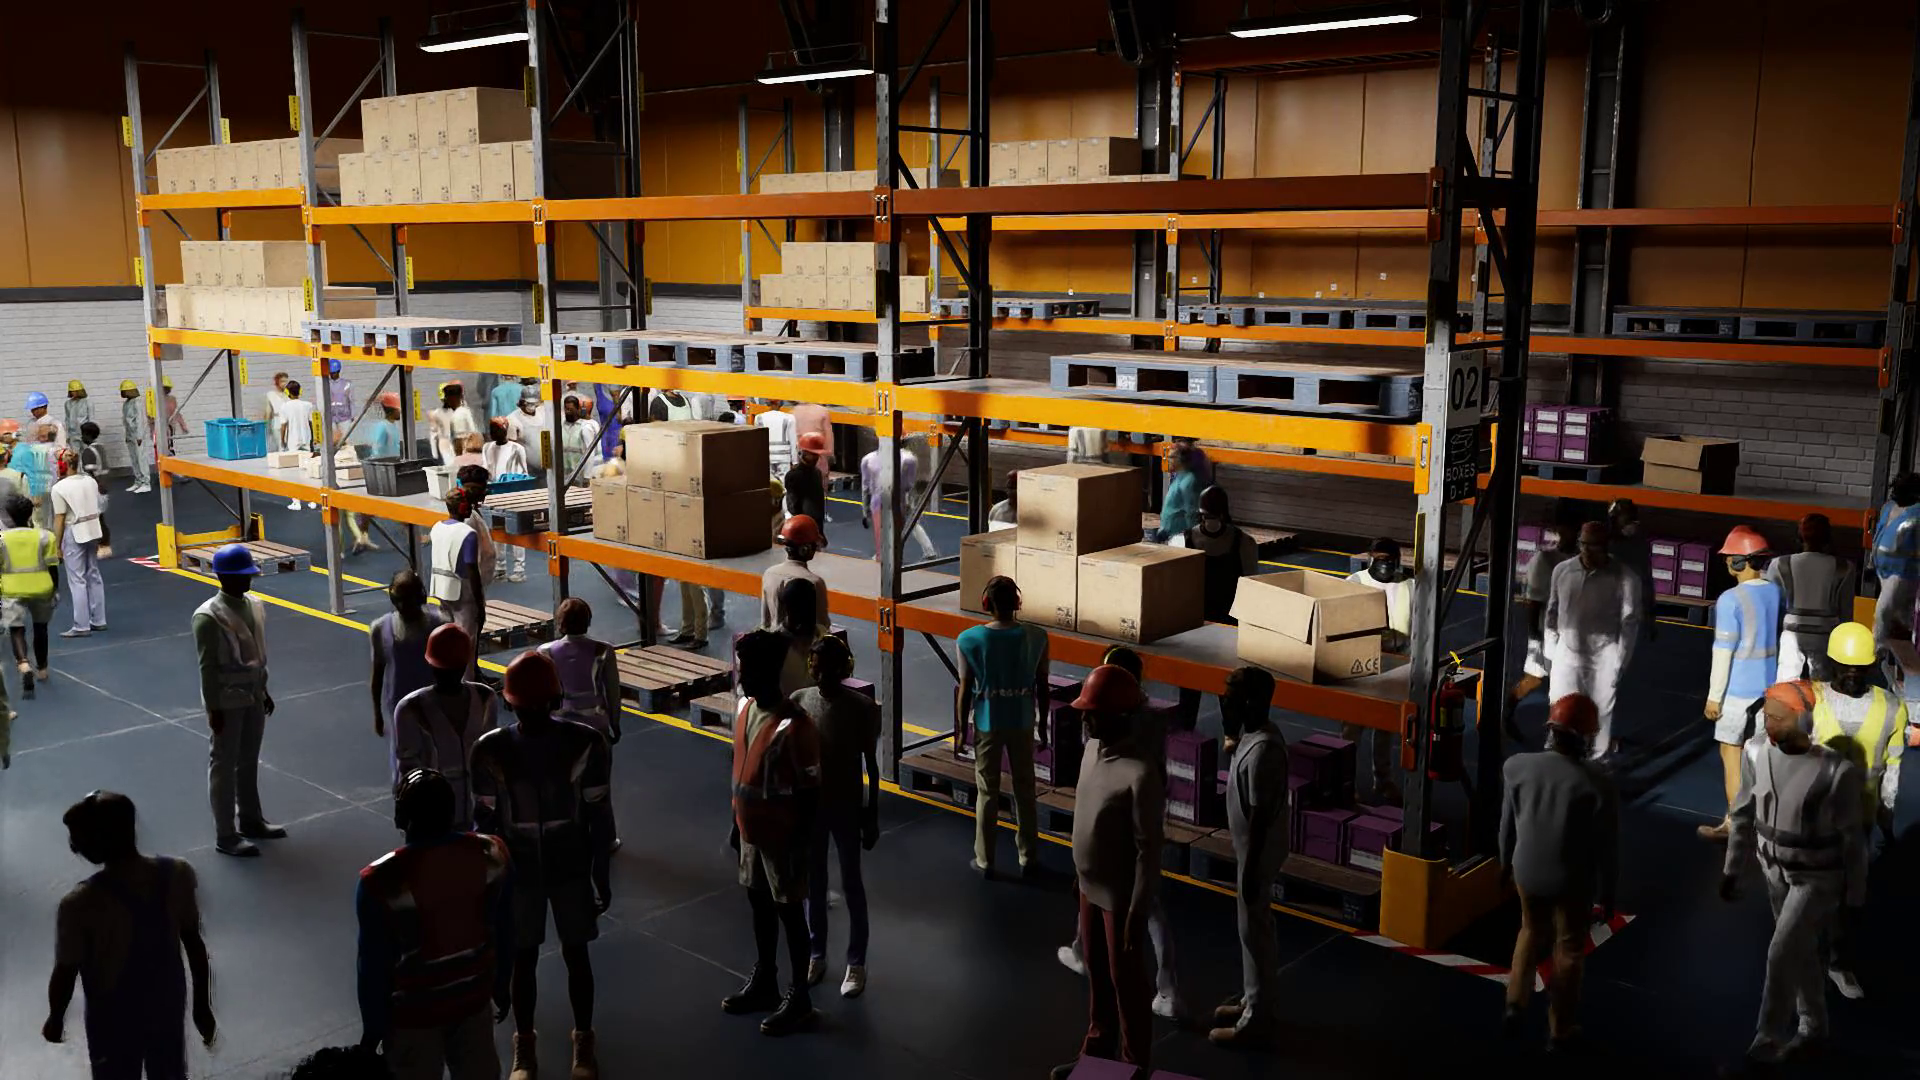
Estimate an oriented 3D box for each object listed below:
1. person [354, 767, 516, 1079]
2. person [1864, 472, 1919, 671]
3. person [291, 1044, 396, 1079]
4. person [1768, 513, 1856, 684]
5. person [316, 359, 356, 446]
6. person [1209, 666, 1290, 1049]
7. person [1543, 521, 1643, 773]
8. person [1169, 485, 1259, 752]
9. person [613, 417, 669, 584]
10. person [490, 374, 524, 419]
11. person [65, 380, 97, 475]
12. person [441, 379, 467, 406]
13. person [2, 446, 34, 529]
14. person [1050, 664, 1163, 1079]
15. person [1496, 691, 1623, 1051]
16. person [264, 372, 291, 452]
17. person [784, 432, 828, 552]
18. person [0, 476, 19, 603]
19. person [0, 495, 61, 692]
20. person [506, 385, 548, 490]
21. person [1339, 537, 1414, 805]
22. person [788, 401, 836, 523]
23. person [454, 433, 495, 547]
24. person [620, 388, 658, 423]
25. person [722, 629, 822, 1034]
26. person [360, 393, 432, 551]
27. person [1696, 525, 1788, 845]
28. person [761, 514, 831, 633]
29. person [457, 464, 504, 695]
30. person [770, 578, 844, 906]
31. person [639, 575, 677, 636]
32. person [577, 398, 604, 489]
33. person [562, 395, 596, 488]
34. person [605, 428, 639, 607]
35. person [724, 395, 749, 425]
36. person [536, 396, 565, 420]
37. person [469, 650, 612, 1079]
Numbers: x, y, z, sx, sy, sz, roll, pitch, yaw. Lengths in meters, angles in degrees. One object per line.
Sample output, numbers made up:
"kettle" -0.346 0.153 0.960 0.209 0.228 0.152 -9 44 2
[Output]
"person" -1.990 1.757 6.317 0.634 1.842 0.429 -9 14 -43
"person" 8.417 0.280 14.784 0.914 1.814 0.618 0 10 1
"person" -1.393 2.121 3.963 0.649 1.938 0.739 6 12 30
"person" 6.082 0.740 11.950 0.572 1.885 0.358 4 11 23
"person" -10.229 -2.000 27.289 0.602 1.938 0.401 -4 11 -22
"person" 1.383 1.487 7.865 0.348 1.839 0.504 2 10 11
"person" 4.345 0.807 11.530 0.658 1.903 0.438 9 13 41
"person" 1.874 0.583 12.395 0.684 2.000 0.535 1 10 5
"person" -3.575 -0.436 18.578 0.613 1.897 0.433 2 10 14
"person" -7.049 -1.803 26.180 0.634 1.934 1.046 -2 10 -9
"person" -13.560 -1.605 25.638 0.485 1.737 0.324 1 10 8
"person" -7.705 -1.594 25.527 0.346 1.752 0.572 4 11 19
"person" -10.284 -0.198 17.945 0.524 1.639 0.306 -3 10 -17
"person" 0.657 1.514 7.260 0.378 1.995 0.609 -4 11 -23
"person" 2.780 1.555 7.747 0.591 1.736 0.429 9 13 41
"person" -10.703 -1.733 26.105 0.658 1.827 0.570 5 11 25
"person" -1.478 -0.065 16.215 0.391 1.986 0.609 4 11 23
"person" -9.124 0.048 15.422 0.796 2.000 0.851 -9 14 -42
"person" -7.959 0.452 14.178 0.543 1.675 0.756 -6 11 -29
"person" -5.422 -0.962 21.128 0.536 2.000 0.688 7 12 33
"person" 2.832 0.882 11.276 0.627 1.840 0.429 -3 10 -16
"person" -2.032 -1.181 22.815 0.689 1.876 0.398 4 11 20
"person" -5.707 -0.469 19.626 0.513 1.583 0.858 -1 10 -8
"person" -4.893 -1.680 25.500 0.629 1.933 0.379 -8 13 -39
"person" -0.921 1.389 8.047 0.361 1.964 0.614 -9 13 -41
"person" -7.029 -0.836 20.593 1.098 1.971 0.621 -1 10 -7
"person" 4.944 0.915 10.560 0.618 2.030 0.421 -7 12 -33
"person" -1.074 0.815 11.212 0.622 1.993 0.382 9 14 42
"person" -4.091 0.330 14.036 0.367 1.965 0.604 -3 10 -17
"person" -0.880 1.150 9.638 0.864 1.880 0.607 7 12 34
"person" -2.987 -0.003 16.116 0.398 1.909 0.600 -4 11 -23
"person" -4.681 -0.858 20.992 0.362 1.883 0.575 -1 10 -5
"person" -4.846 -0.868 20.943 0.596 1.917 0.380 2 10 10
"person" -3.502 -0.242 17.449 0.403 1.911 0.644 5 11 26
"person" -2.951 -1.067 22.016 0.361 1.935 0.553 -8 13 -39
"person" -5.560 -1.093 22.389 0.620 1.866 1.024 -4 11 -20
"person" -1.848 1.476 7.384 0.601 2.036 0.404 -2 10 -11
